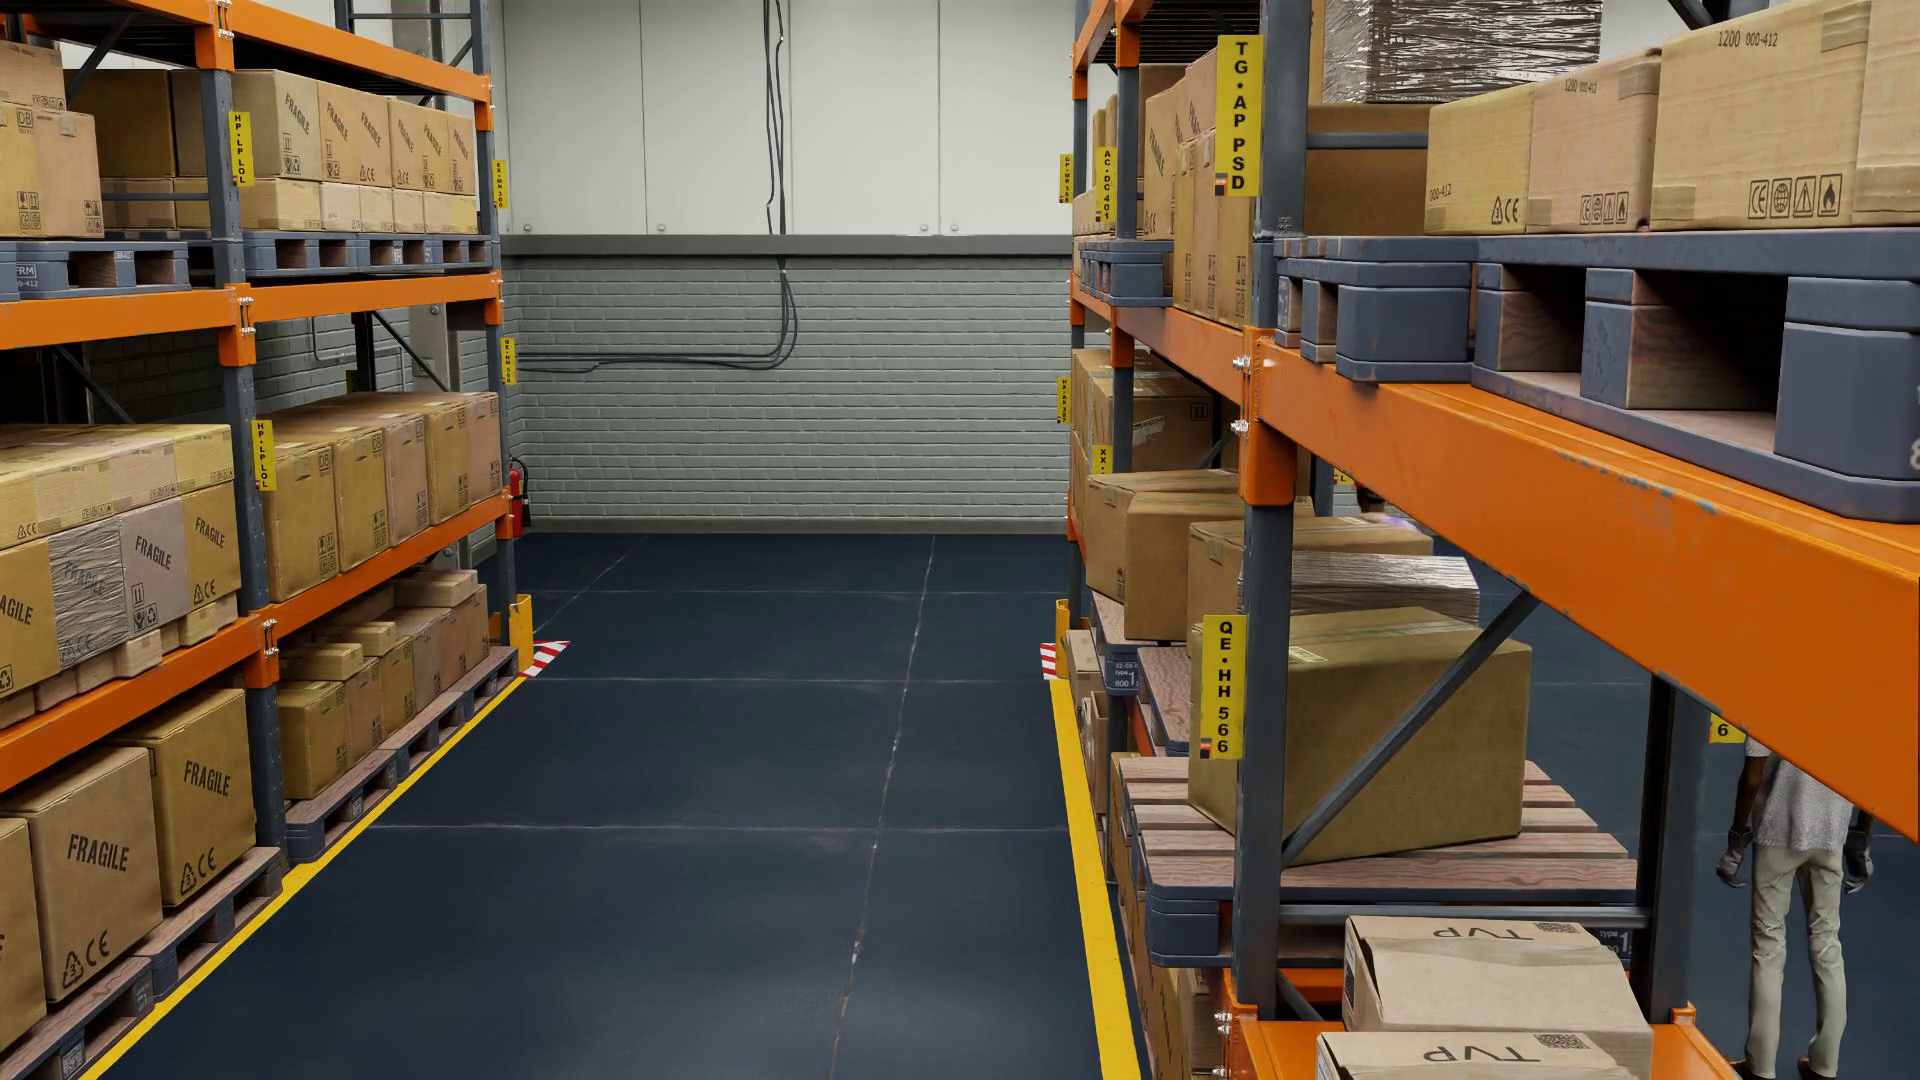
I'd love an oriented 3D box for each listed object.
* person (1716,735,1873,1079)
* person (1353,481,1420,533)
[{"bbox_3d":[2.957,1.072,5.881,0.535,1.865,0.312,0,10,1],"label":"person"},{"bbox_3d":[2.242,0.485,9.089,0.559,1.903,0.926,-1,10,-4],"label":"person"}]
